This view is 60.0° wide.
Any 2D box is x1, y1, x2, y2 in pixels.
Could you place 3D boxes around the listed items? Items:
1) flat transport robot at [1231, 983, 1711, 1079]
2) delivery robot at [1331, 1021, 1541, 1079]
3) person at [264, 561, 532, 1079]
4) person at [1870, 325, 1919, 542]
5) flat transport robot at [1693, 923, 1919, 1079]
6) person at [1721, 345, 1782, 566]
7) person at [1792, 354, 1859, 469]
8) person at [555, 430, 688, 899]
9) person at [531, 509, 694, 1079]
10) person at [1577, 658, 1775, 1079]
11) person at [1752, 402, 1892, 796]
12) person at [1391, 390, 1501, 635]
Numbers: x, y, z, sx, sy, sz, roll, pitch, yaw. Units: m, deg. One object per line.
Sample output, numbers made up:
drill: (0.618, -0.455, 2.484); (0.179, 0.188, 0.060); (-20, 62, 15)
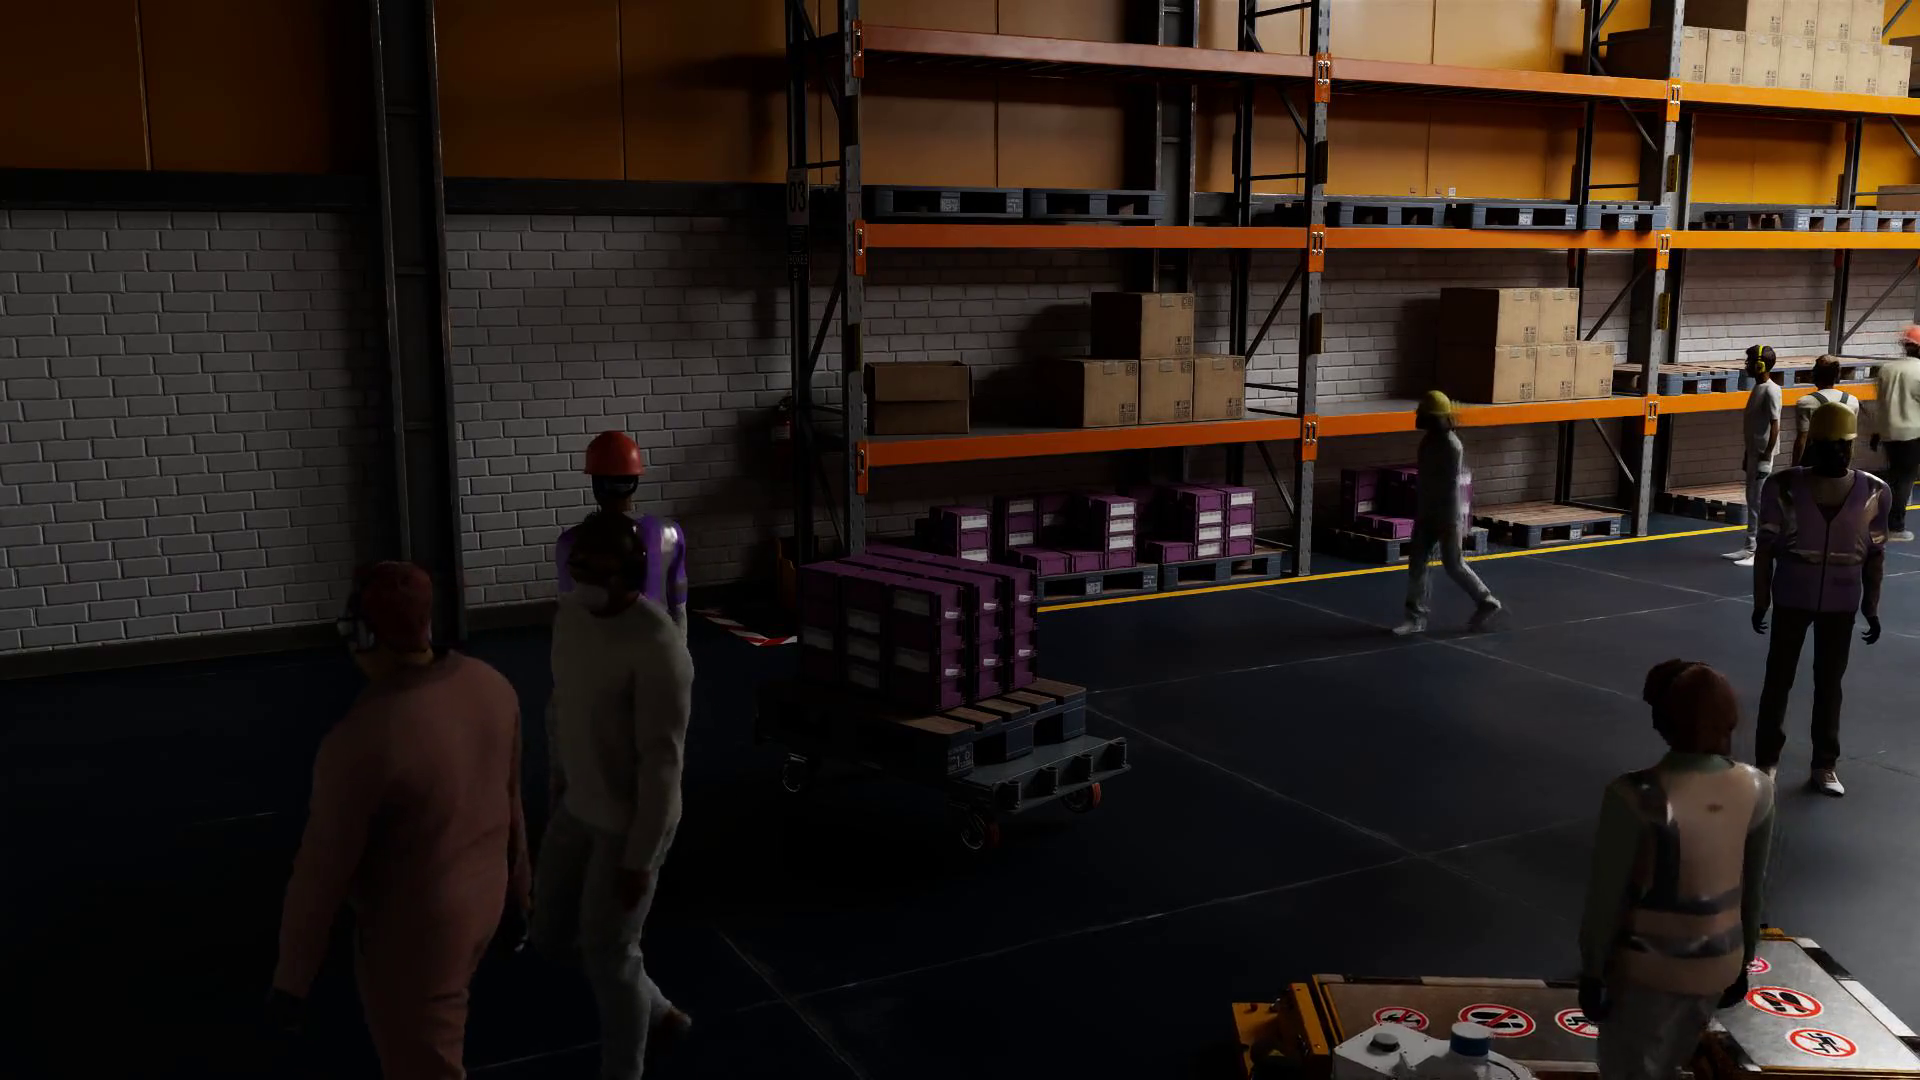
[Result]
flat transport robot: (1.612, 1.610, 5.263); (1.431, 0.197, 0.652); (1, 10, 3)
delivery robot: (1.373, 1.552, 4.510); (0.477, 0.478, 0.707); (-9, 13, -42)
person: (-1.476, 0.982, 4.207); (0.701, 1.885, 0.667); (3, 10, 16)
person: (8.652, -0.959, 15.136); (0.487, 1.979, 0.662); (-4, 11, -20)
flat transport robot: (2.660, 1.573, 5.477); (0.652, 0.197, 1.431); (1, 10, 3)
person: (6.708, -0.701, 14.004); (0.335, 1.861, 0.519); (2, 10, 10)
person: (6.764, -0.537, 13.099); (0.506, 1.846, 0.346); (-1, 10, -6)
person: (-1.366, 0.526, 6.712); (0.548, 1.936, 0.378); (-7, 12, -34)
person: (-1.033, 0.846, 4.936); (0.480, 1.917, 0.673); (-8, 13, -40)
person: (1.851, 1.115, 4.248); (0.534, 1.612, 0.689); (-3, 10, -19)
person: (4.184, 0.286, 8.118); (0.585, 1.928, 0.370); (3, 10, 18)
person: (3.386, -0.194, 11.499); (0.746, 1.712, 0.488); (-4, 11, -21)
